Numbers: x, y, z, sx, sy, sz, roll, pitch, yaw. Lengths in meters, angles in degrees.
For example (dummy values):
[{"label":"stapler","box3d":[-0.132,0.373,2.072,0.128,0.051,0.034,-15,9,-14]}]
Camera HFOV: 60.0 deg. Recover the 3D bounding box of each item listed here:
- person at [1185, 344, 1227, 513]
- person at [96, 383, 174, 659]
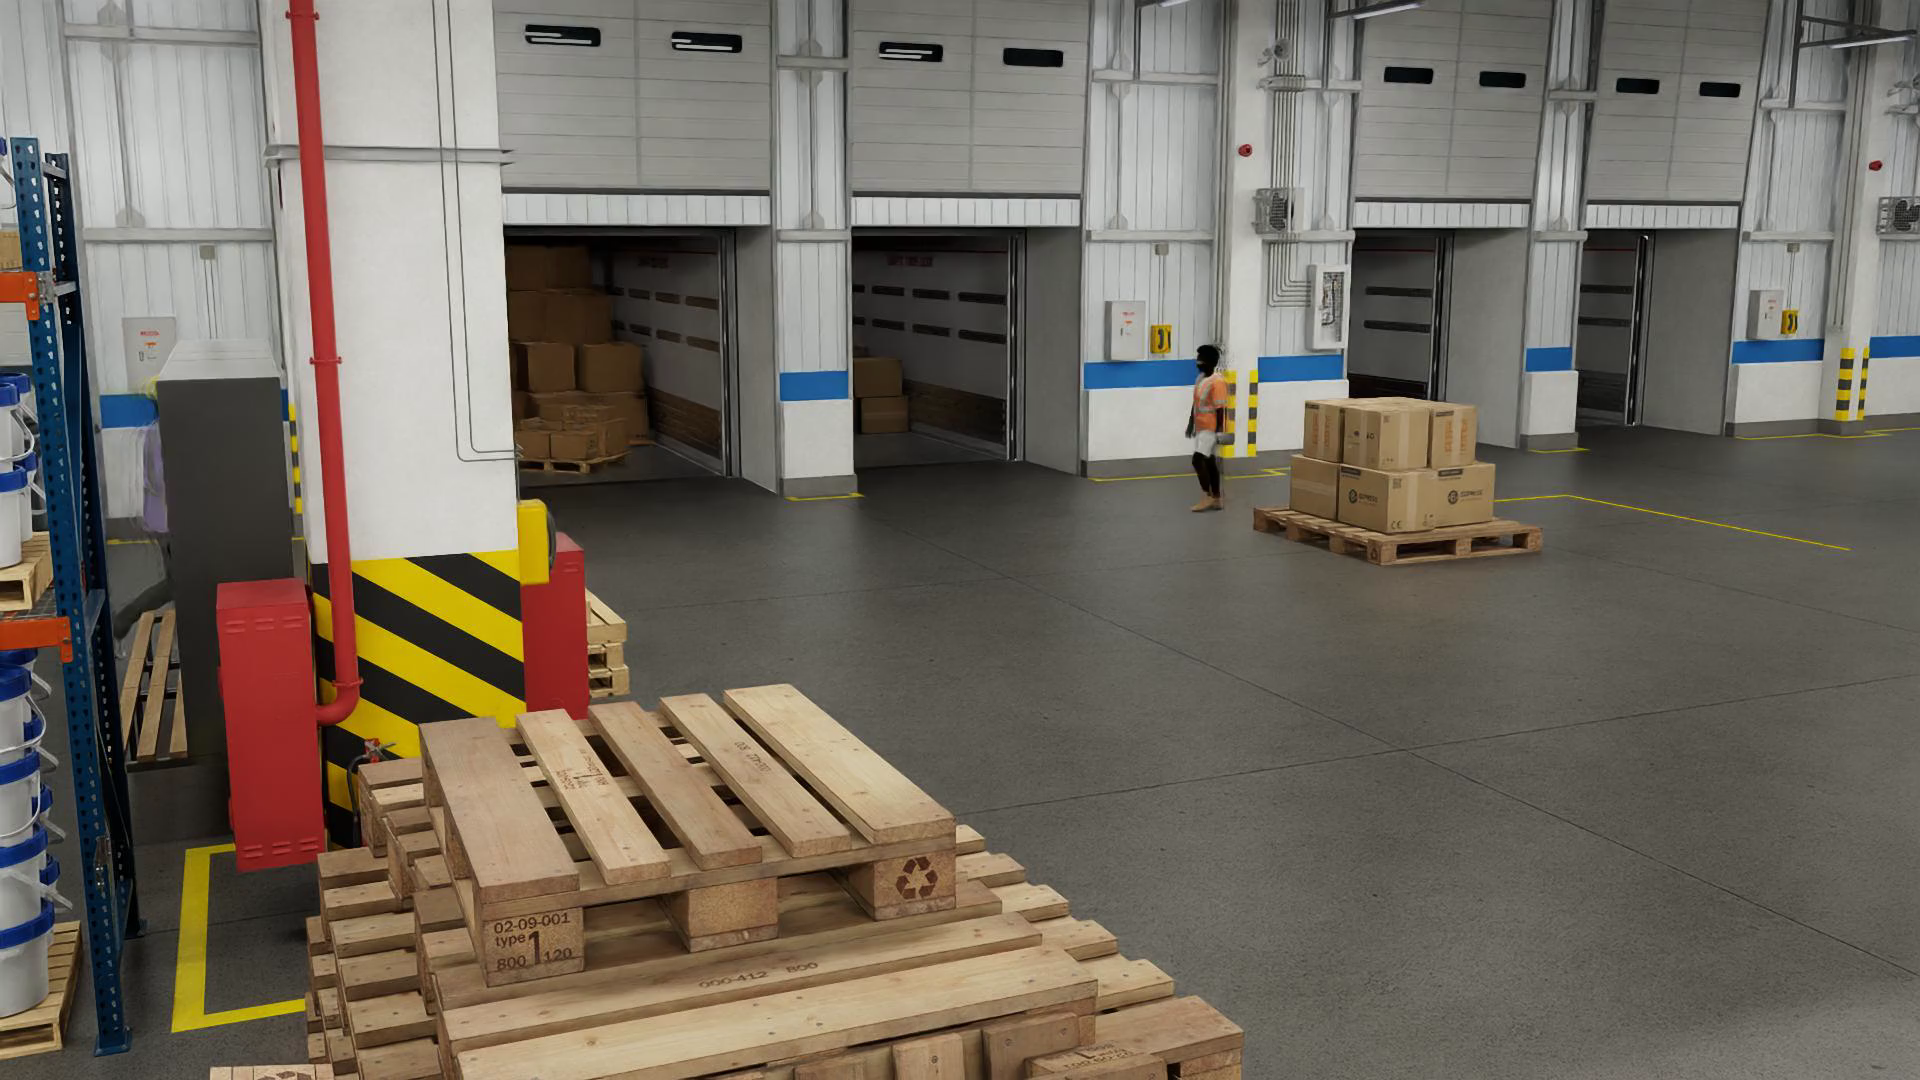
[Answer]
[{"label":"person","box3d":[2.434,-1.102,16.583,0.523,1.681,0.544,-2,10,-9]},{"label":"person","box3d":[-5.124,-0.131,10.648,0.756,1.894,0.594,-5,11,-26]}]
